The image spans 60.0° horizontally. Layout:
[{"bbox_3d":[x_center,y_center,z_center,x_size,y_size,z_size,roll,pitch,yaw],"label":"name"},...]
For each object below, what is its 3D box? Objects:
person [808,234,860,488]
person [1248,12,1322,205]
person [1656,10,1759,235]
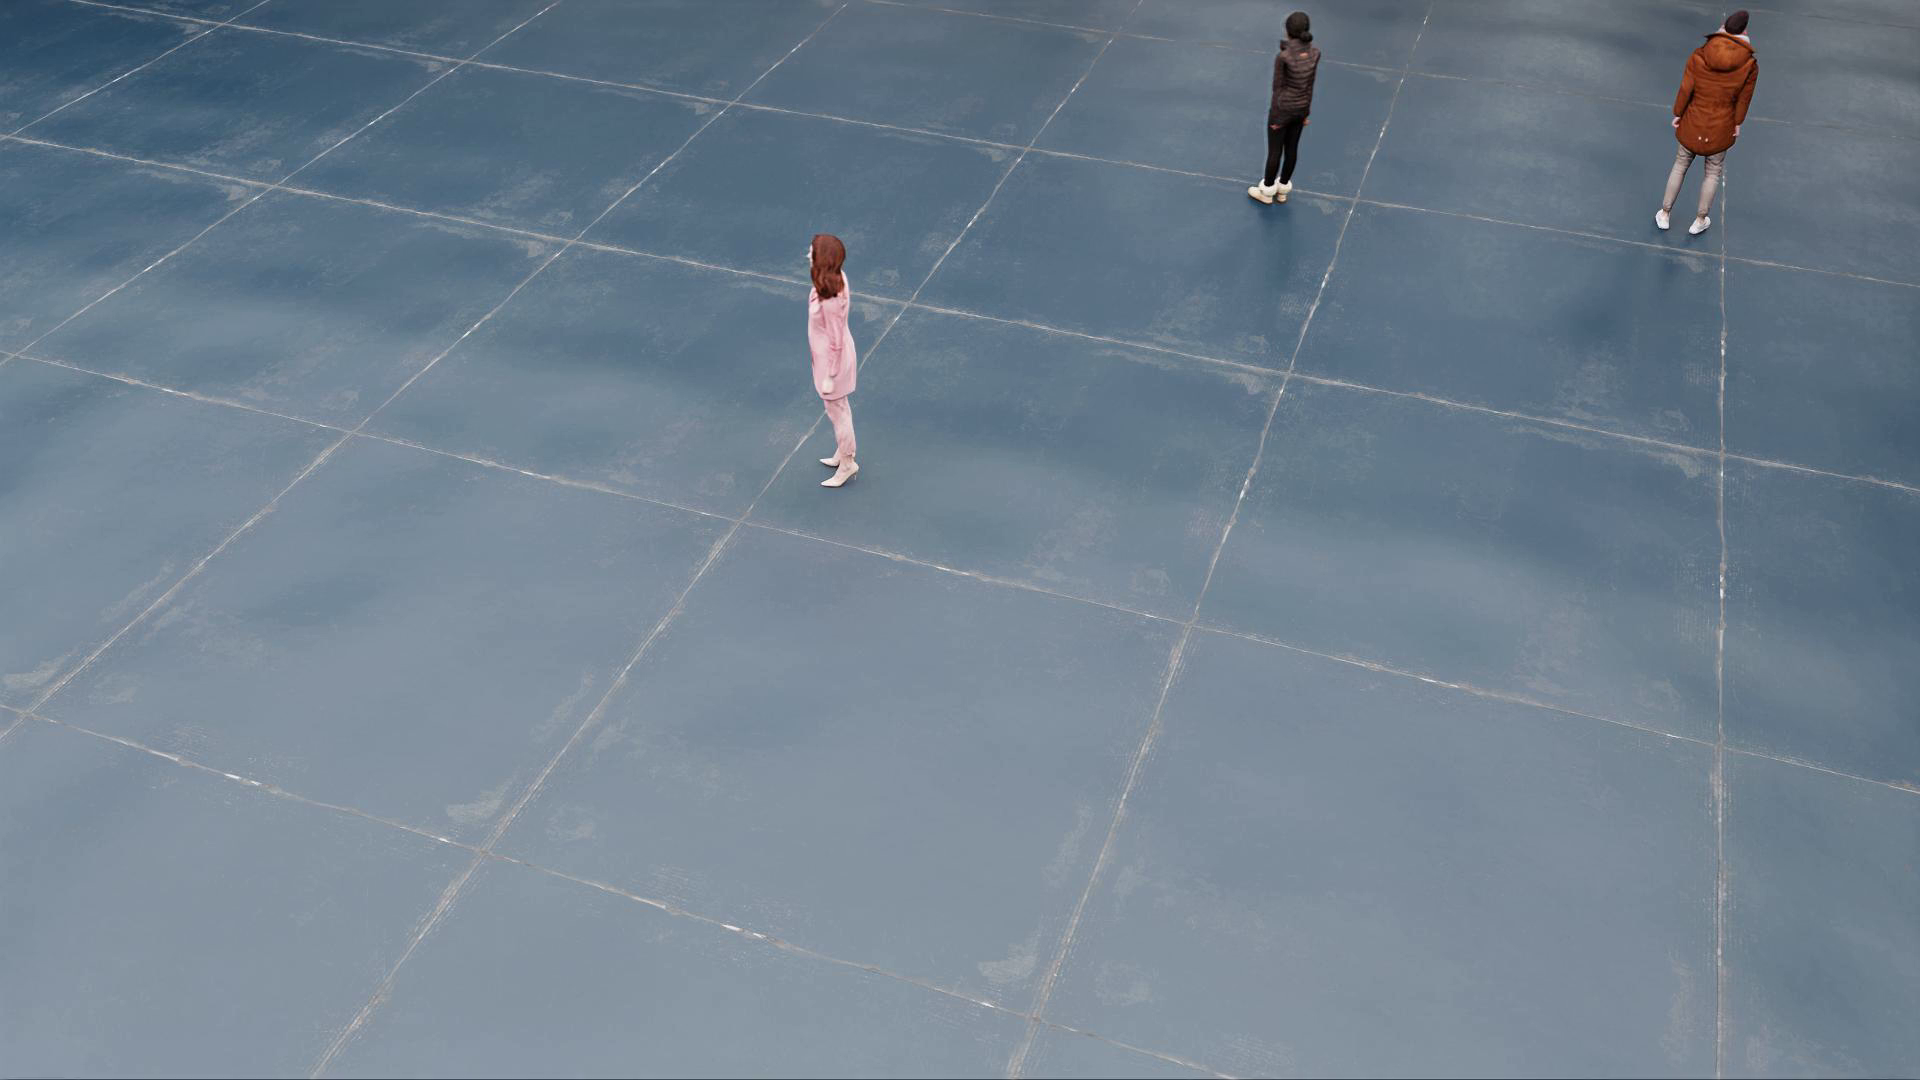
[{"bbox_3d":[-0.801,-1.148,10.663,0.744,1.803,0.593,-1,38,-2],"label":"person"},{"bbox_3d":[2.753,-3.575,13.880,0.718,1.661,0.779,-6,38,-8],"label":"person"},{"bbox_3d":[6.067,-3.379,13.487,0.735,1.837,0.719,17,41,21],"label":"person"}]
